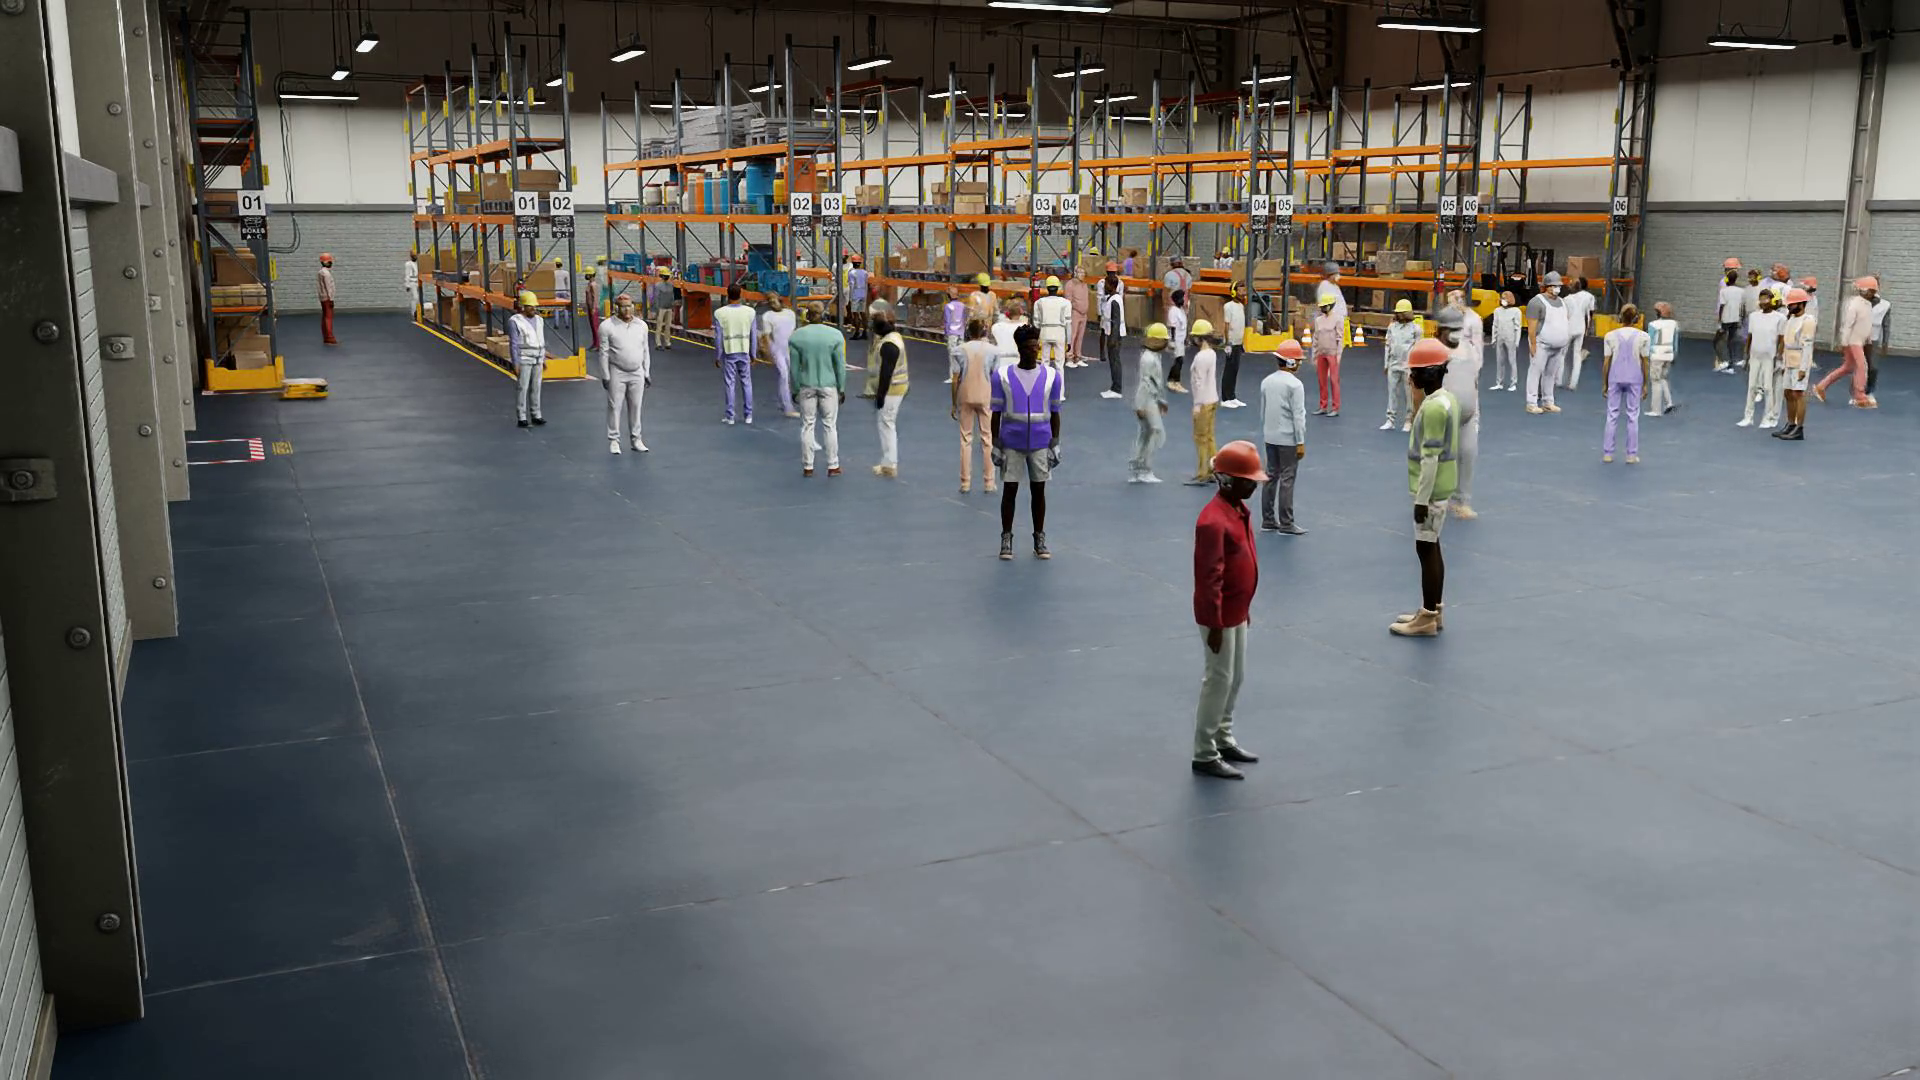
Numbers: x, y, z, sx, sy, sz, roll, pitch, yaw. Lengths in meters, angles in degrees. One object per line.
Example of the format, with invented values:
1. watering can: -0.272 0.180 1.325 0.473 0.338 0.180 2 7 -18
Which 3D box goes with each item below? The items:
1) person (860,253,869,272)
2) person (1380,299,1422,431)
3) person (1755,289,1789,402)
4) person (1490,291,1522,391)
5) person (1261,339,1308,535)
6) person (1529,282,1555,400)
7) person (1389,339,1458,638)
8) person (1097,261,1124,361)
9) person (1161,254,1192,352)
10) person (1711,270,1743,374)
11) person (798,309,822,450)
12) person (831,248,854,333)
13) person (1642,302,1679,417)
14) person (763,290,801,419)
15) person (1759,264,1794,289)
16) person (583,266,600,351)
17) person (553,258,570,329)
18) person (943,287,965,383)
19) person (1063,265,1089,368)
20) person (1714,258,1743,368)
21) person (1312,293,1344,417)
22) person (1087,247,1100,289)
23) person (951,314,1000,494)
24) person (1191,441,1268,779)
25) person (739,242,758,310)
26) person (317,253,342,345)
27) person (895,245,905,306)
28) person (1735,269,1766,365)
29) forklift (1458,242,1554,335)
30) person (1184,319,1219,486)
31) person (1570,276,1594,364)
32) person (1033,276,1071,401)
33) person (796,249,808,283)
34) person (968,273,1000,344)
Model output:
1. person: -2.998 -8.172 52.118 0.318 1.631 0.514 -1 11 -7
2. person: 5.846 -2.310 22.030 0.494 1.741 0.308 9 14 38
3. person: 12.371 -2.958 25.365 0.489 1.730 0.327 5 12 26
4. person: 8.879 -3.229 27.025 0.321 1.623 0.513 -9 14 -38
5. person: 2.928 -0.924 14.959 0.330 1.751 0.565 -5 12 -26
6. person: 9.017 -3.092 25.731 0.570 1.849 0.384 -6 13 -28
7. person: 3.173 -0.349 11.344 0.407 2.034 0.609 4 12 20
8. person: 2.938 -4.453 32.426 0.551 1.937 0.357 -3 12 -16
9. person: 4.478 -4.953 34.702 0.686 2.000 0.537 -7 13 -33
10. person: 13.848 -3.925 29.977 0.528 1.852 0.523 -2 11 -9
11. person: -1.792 -1.961 20.268 0.492 1.726 0.402 -10 15 -40
12. person: -2.795 -5.983 39.931 0.611 2.043 0.375 2 11 9
13. person: 9.901 -2.553 23.558 0.514 1.627 0.363 -5 12 -22
14. person: -2.449 -2.597 23.352 0.555 1.807 0.449 -10 15 -41
15. person: 15.833 -4.420 32.377 0.644 1.897 0.397 5 12 24
16. person: -7.702 -4.830 34.779 0.310 1.768 0.533 -5 12 -23
17. person: -9.991 -6.148 41.480 0.530 1.768 0.312 -5 12 -24
18. person: -0.102 -3.469 28.185 0.314 1.639 0.515 8 14 36
19. person: 2.206 -4.175 31.098 0.401 1.904 0.649 9 14 38
20. person: 14.371 -4.249 31.118 0.371 2.044 0.608 5 12 25
21. person: 5.214 -2.631 23.643 0.342 1.753 0.534 -8 14 -37
22. person: 3.711 -7.242 46.661 0.390 1.921 0.588 0 11 1
23. person: 0.167 -1.390 17.092 0.513 1.844 0.328 0 11 2
24. person: 1.384 0.352 8.511 0.354 1.737 0.577 5 12 24
25. person: -6.285 -7.846 49.440 0.617 2.030 0.410 3 12 17
26. person: -13.845 -5.269 36.428 0.377 1.995 0.608 -8 14 -35
27. person: -1.884 -8.221 51.824 0.513 1.868 0.791 -4 12 -17
28. person: 14.900 -4.158 31.231 0.463 1.842 0.635 -3 11 -14
29. forklift: 13.047 -6.049 39.881 2.313 2.155 1.214 -5 12 -23
30. person: 2.559 -1.449 17.613 0.332 1.767 0.528 5 12 25
31. person: 11.779 -4.149 31.516 0.556 1.680 0.589 -4 12 -18
32. person: 1.417 -3.082 25.514 0.586 1.918 0.396 2 11 10
33. person: -5.070 -8.282 52.389 0.578 1.738 0.354 -2 11 -11
34. person: 0.405 -3.671 28.668 0.985 1.858 0.689 10 15 41
